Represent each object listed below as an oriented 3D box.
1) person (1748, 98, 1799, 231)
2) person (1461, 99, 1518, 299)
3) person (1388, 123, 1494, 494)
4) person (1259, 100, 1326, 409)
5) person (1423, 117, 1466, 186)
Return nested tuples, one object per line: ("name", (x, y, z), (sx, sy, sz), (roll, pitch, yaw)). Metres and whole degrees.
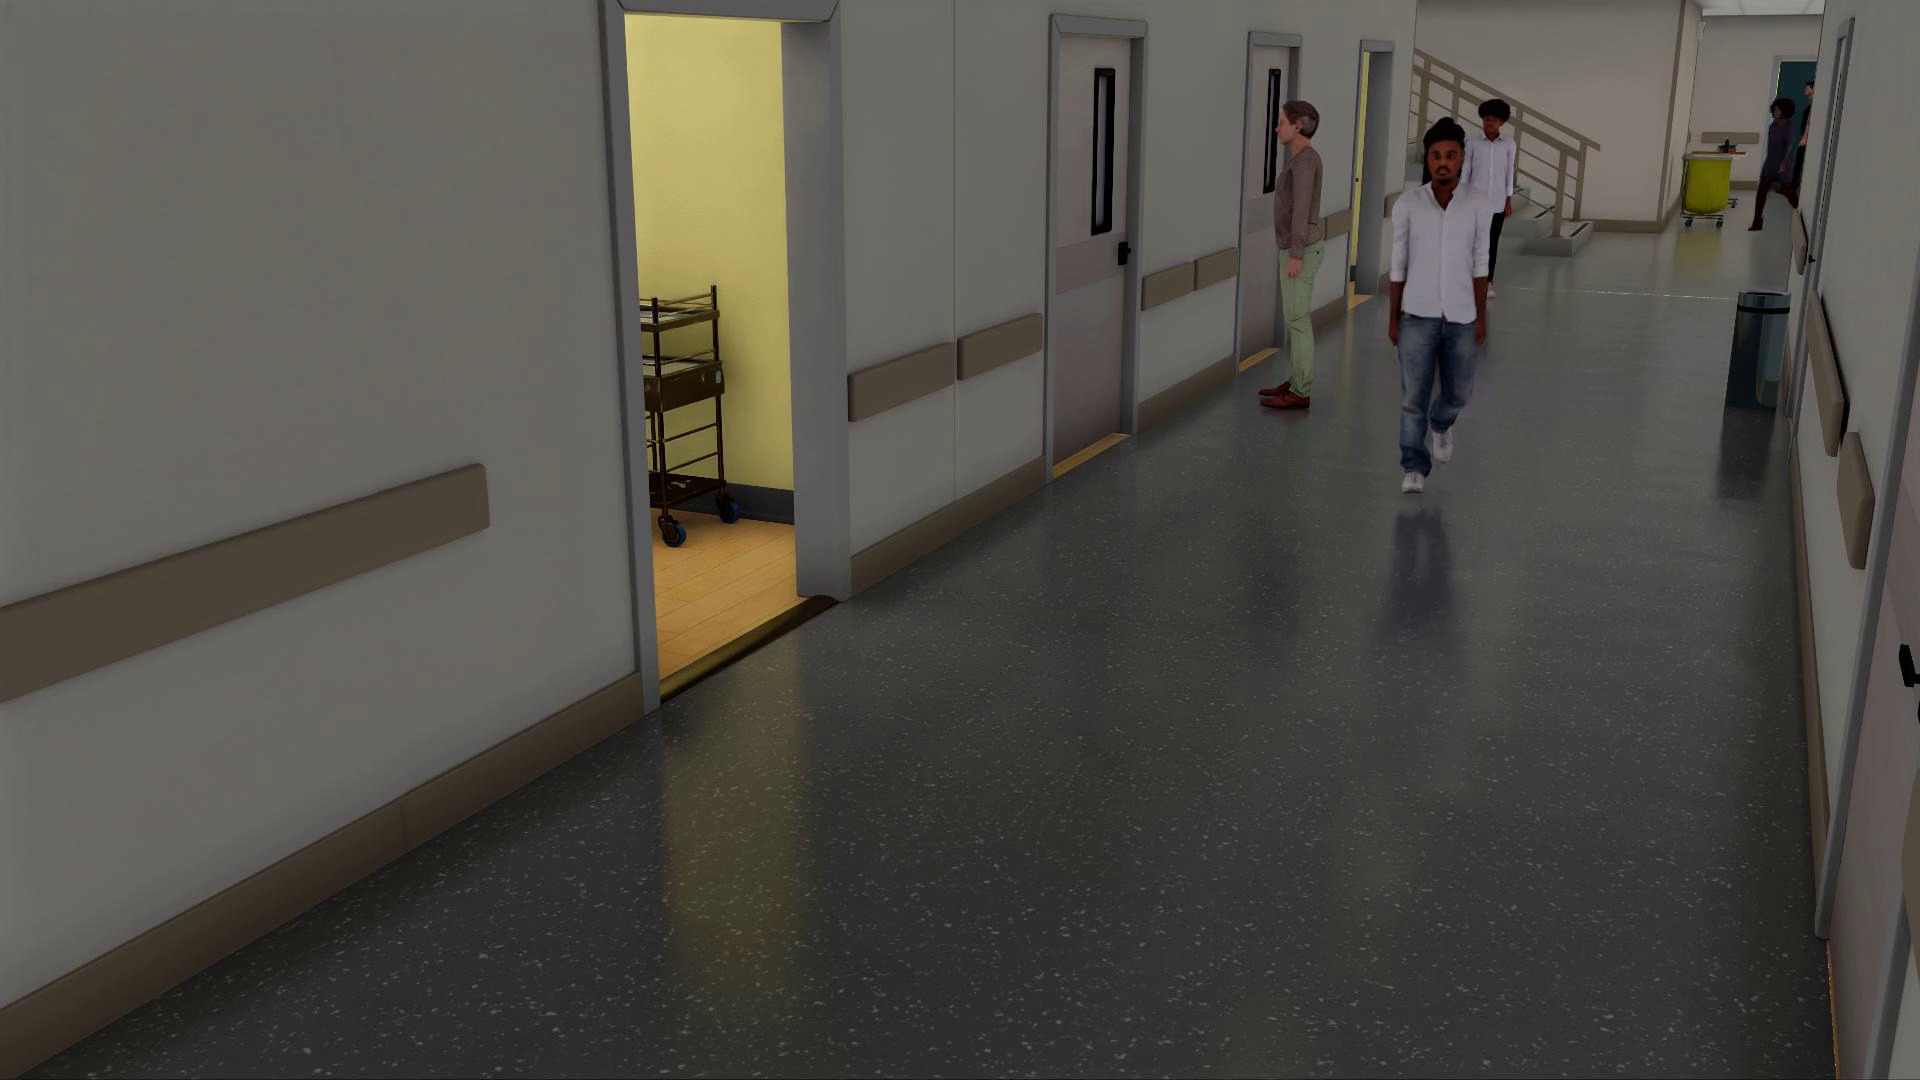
("person", (10.745, -4.858, 21.671), (1.069, 1.675, 1.070), (-8, 17, -25))
("person", (4.857, -3.148, 15.360), (0.569, 1.807, 0.743), (3, 16, 10))
("person", (2.398, -1.153, 8.301), (0.959, 1.798, 0.828), (4, 16, 14))
("person", (2.115, -1.777, 10.384), (0.707, 1.870, 0.748), (2, 16, 6))
("person", (4.498, -3.094, 15.525), (0.981, 1.613, 0.755), (12, 19, 36))
